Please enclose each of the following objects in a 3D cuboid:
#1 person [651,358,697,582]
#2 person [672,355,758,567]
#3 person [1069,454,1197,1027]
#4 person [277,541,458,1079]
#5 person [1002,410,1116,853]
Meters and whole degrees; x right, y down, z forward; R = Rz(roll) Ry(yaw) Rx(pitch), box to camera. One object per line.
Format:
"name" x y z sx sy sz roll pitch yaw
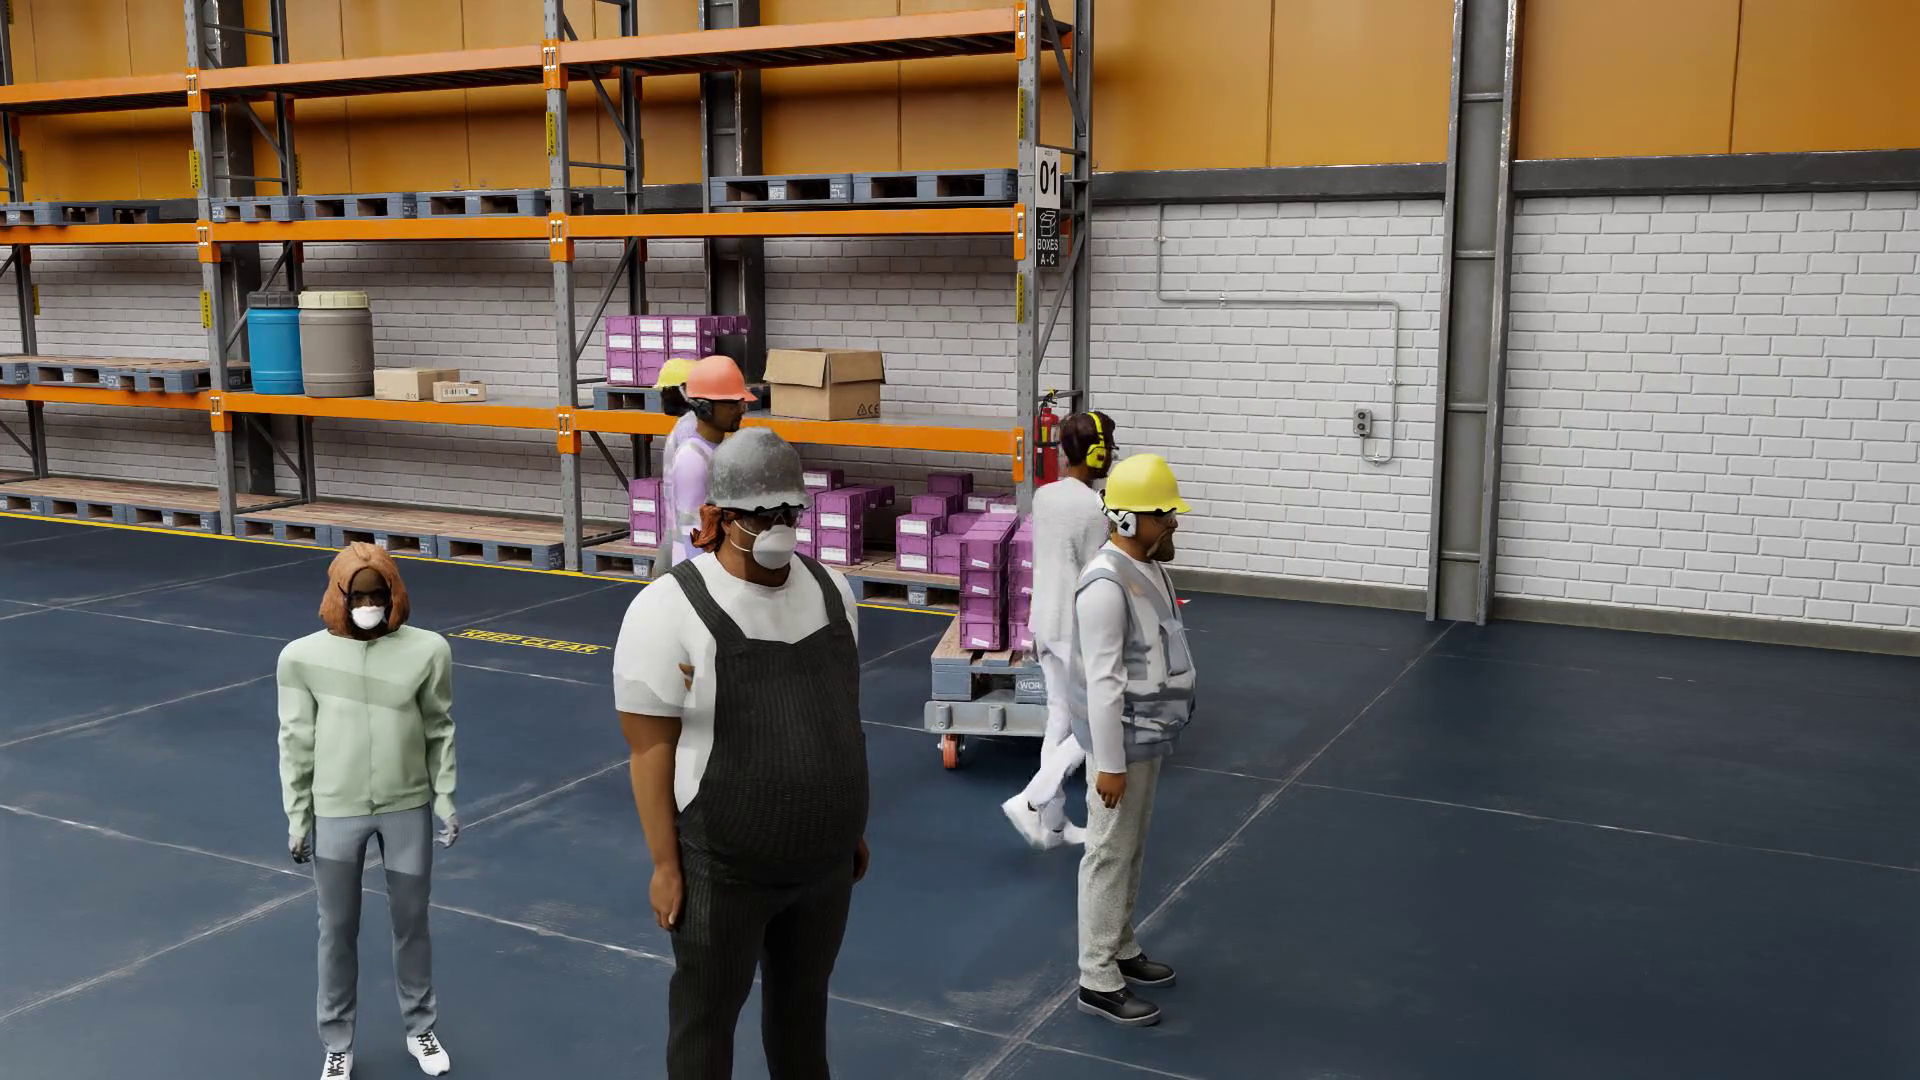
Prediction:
"person" -1.620 -0.180 10.246 0.954 1.890 0.601 0 9 -2
"person" -1.077 0.204 7.404 0.397 2.040 0.603 0 9 1
"person" 0.561 0.629 5.409 0.403 1.830 0.599 3 10 18
"person" -1.733 0.809 4.914 0.497 1.632 0.289 -5 10 -27
"person" 0.400 0.400 6.791 0.517 1.850 0.531 -7 11 -35
